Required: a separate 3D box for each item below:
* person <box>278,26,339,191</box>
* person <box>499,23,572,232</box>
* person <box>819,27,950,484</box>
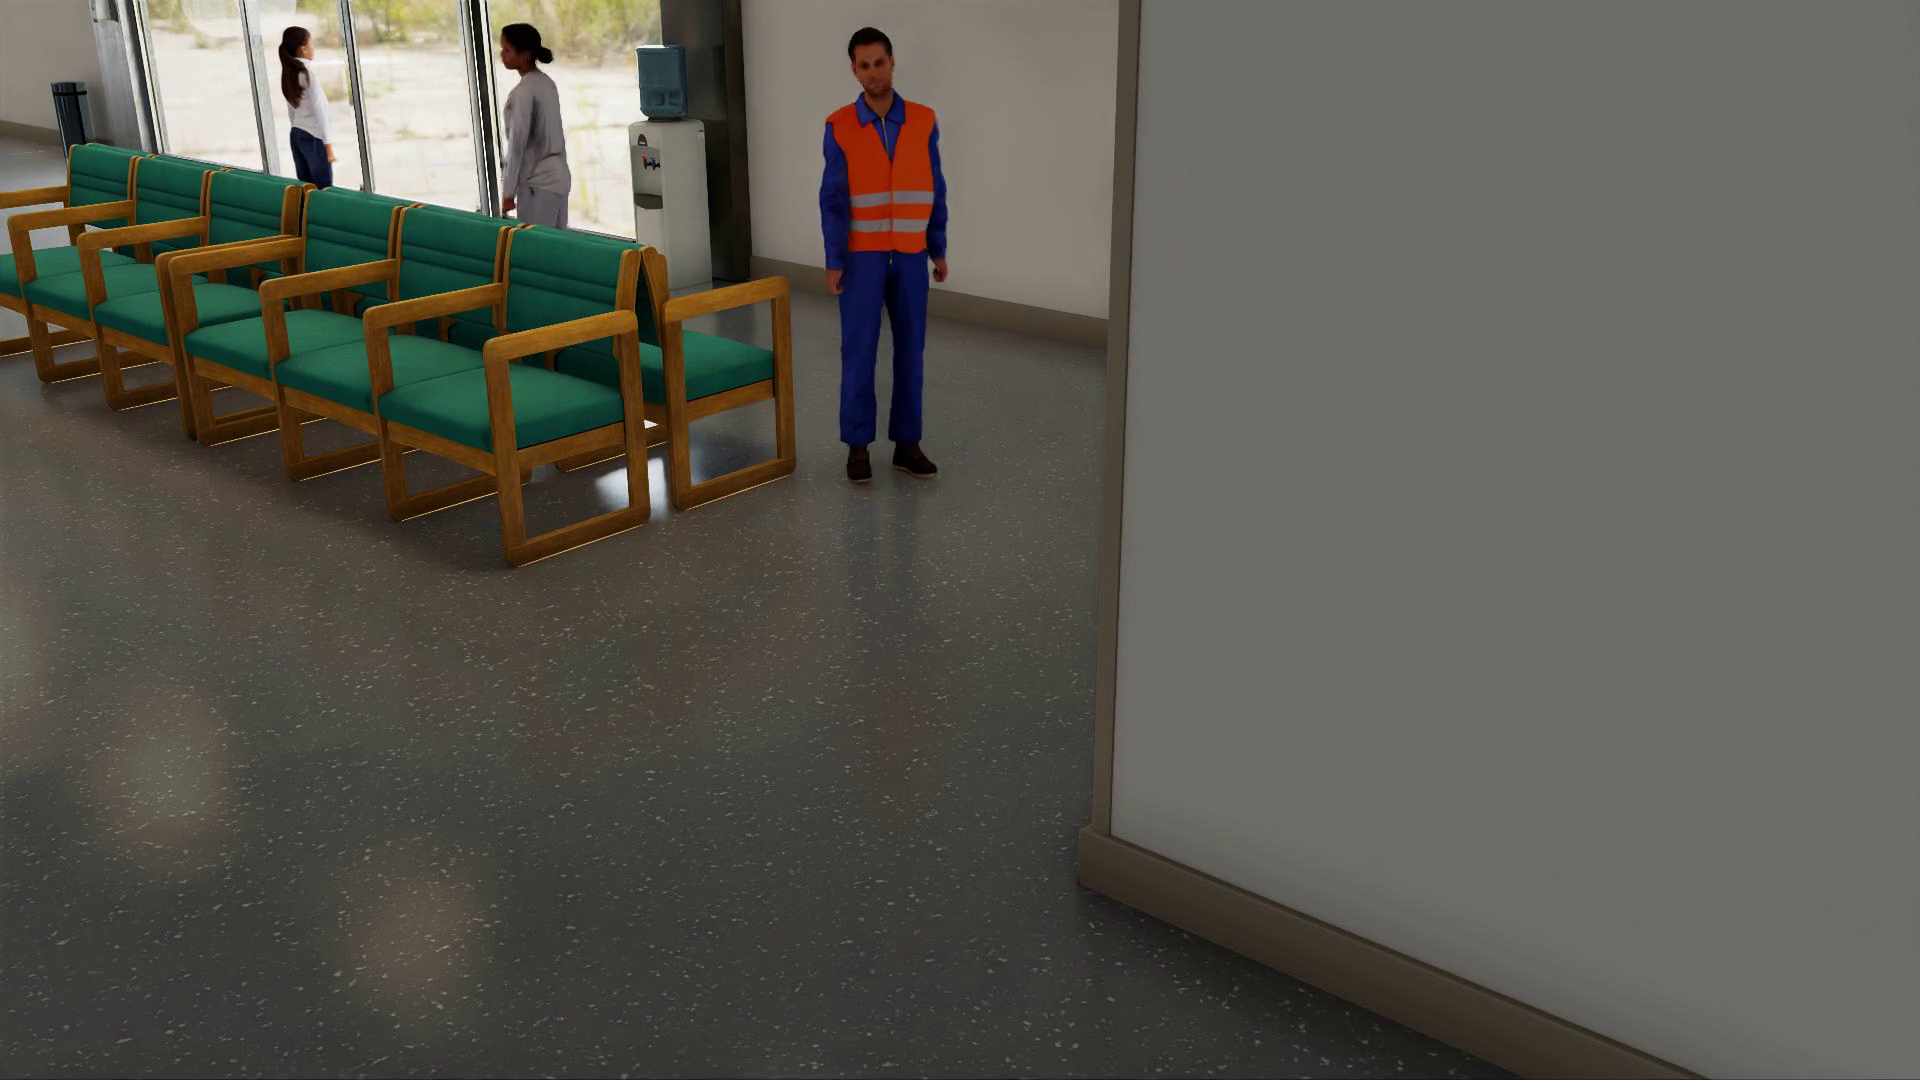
[{"bbox_3d":[-4.483,-2.731,11.456,0.547,1.558,0.531,14,25,33],"label":"person"},{"bbox_3d":[-2.288,-1.946,9.156,0.965,1.719,0.813,8,22,20],"label":"person"},{"bbox_3d":[-0.311,-1.163,6.890,0.767,1.860,0.886,-10,23,-25],"label":"person"}]
